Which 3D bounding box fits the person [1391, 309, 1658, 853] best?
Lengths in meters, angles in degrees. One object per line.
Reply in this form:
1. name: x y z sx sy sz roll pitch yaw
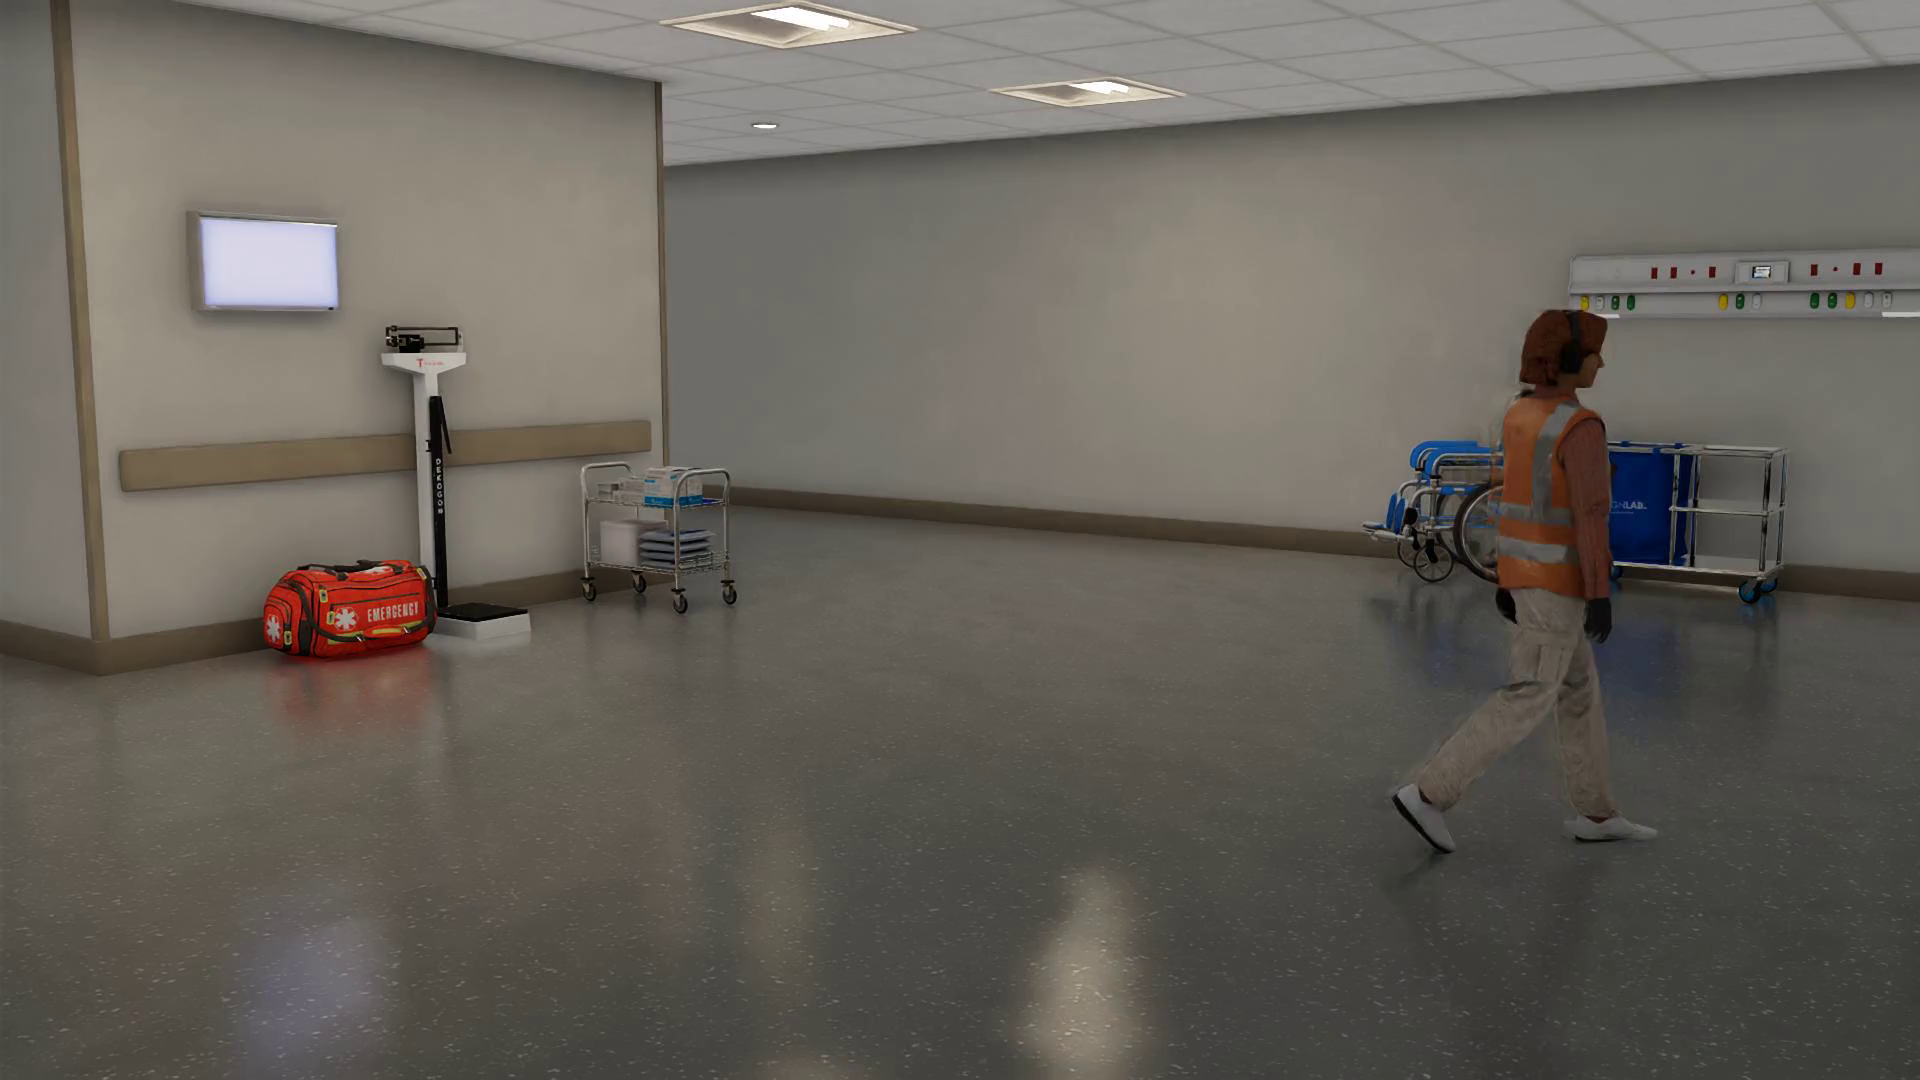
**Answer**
1. person: 1.672 0.129 4.850 0.806 1.606 0.527 0 7 -3
